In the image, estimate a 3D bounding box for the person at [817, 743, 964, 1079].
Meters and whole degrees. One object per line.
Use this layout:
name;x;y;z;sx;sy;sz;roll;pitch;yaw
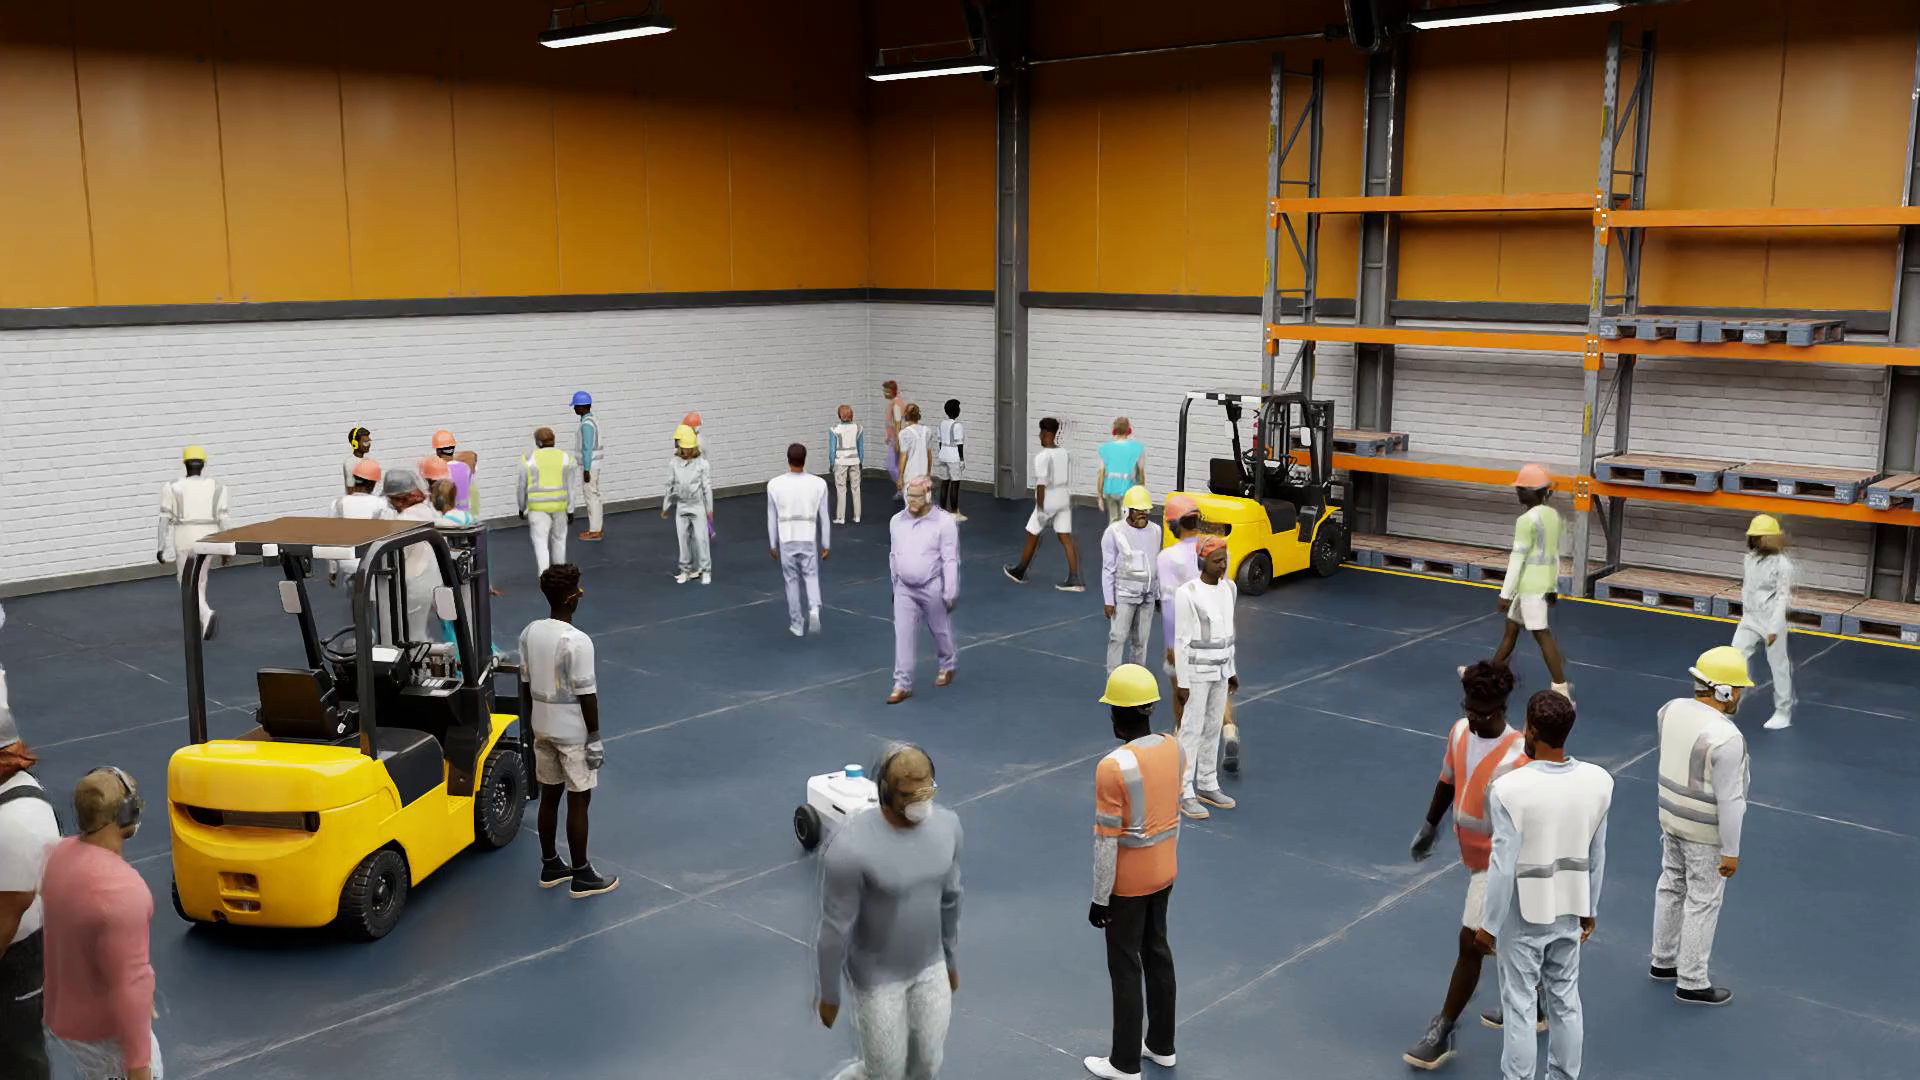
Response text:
person;-0.301;1.678;6.542;0.657;1.918;0.605;-8;13;-40

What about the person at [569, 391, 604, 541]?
person;-4.820;-0.962;21.530;0.418;1.939;0.616;-1;10;-7

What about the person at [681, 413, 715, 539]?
person;-3.311;-0.745;20.902;0.458;1.720;0.598;-3;11;-19

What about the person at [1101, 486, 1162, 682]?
person;1.443;0.455;13.755;0.599;1.827;0.403;-6;12;-31

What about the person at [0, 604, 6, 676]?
person;-8.546;0.394;14.365;0.486;1.738;0.554;0;10;2

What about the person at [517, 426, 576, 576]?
person;-4.557;-0.352;18.425;0.623;1.810;0.807;-5;11;-27

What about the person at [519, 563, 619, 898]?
person;-2.291;1.099;9.694;0.611;1.966;0.362;8;13;38

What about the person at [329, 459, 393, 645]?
person;-5.406;0.216;15.016;0.582;1.878;0.992;-1;10;-7

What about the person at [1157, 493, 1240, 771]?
person;1.754;0.669;12.097;0.635;1.998;0.928;-5;11;-27

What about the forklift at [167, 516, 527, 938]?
forklift;-3.583;0.976;9.748;1.214;2.155;2.313;2;10;11

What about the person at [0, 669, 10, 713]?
person;-7.972;0.585;13.326;0.915;1.723;0.536;8;13;39

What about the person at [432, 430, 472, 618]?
person;-5.189;-0.157;16.942;0.376;1.934;0.547;3;10;17

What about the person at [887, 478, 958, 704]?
person;-0.308;0.389;14.053;0.654;1.866;0.971;4;11;23

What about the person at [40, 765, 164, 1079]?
person;-3.086;1.766;6.056;0.644;1.911;0.411;9;13;40

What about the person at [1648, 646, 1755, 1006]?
person;3.706;1.418;8.307;0.403;1.819;0.601;-2;10;-10

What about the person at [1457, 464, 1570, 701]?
person;4.667;0.364;13.816;1.031;1.984;0.630;8;13;39

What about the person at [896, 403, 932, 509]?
person;-0.567;-0.795;20.835;0.513;1.841;0.326;-8;13;-38

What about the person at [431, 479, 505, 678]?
person;-4.252;0.385;14.164;0.483;1.827;0.538;2;10;12

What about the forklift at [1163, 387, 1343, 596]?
forklift;3.298;-0.608;18.767;1.214;2.155;2.313;9;13;42

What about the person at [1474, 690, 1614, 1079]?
person;2.482;1.581;7.091;0.596;1.918;0.380;-4;11;-21

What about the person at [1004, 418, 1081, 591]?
person;0.967;-0.403;18.460;1.029;1.896;0.593;10;14;44

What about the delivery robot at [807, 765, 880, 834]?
delivery robot;-0.661;1.644;10.345;0.477;0.478;0.707;-6;12;-32

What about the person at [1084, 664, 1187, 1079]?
person;0.784;1.505;7.540;0.393;1.919;0.581;8;13;39

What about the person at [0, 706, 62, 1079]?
person;-3.805;1.613;6.561;0.540;2.000;0.700;-7;12;-35

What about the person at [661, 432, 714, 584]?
person;-3.058;-0.358;18.660;0.585;1.732;0.370;2;10;14

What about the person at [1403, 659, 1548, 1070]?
person;2.432;1.460;7.802;0.887;1.910;0.728;-2;10;-12

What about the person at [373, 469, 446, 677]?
person;-4.476;0.395;13.496;0.540;2.000;0.684;1;10;4

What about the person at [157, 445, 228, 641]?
person;-7.308;0.043;15.942;0.667;1.876;0.772;-8;13;-40

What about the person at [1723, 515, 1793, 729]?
person;6.184;0.658;12.944;0.886;1.698;0.508;-4;11;-19

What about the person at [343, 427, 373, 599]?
person;-6.431;-0.287;17.898;0.330;1.864;0.505;0;10;1

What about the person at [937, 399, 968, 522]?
person;-0.108;-1.101;22.987;0.320;1.698;0.531;-7;12;-34

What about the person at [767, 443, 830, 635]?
person;-1.558;0.015;16.085;0.595;1.899;0.558;-2;10;-12

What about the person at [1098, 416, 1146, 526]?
person;1.864;-0.527;19.392;0.568;1.812;0.644;4;11;21

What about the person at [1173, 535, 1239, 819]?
person;1.646;0.897;11.084;0.587;1.882;0.341;-9;14;-43

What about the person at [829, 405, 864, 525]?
person;-1.549;-1.026;22.727;0.512;1.641;0.307;-5;11;-27

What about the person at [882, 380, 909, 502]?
person;-0.953;-1.488;24.852;0.439;1.822;0.768;-1;10;-3

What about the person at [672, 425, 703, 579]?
person;-3.116;-0.434;18.994;0.317;1.769;0.523;1;10;7

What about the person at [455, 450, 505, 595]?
person;-5.297;-0.164;17.883;0.658;1.612;0.528;-1;10;-8
